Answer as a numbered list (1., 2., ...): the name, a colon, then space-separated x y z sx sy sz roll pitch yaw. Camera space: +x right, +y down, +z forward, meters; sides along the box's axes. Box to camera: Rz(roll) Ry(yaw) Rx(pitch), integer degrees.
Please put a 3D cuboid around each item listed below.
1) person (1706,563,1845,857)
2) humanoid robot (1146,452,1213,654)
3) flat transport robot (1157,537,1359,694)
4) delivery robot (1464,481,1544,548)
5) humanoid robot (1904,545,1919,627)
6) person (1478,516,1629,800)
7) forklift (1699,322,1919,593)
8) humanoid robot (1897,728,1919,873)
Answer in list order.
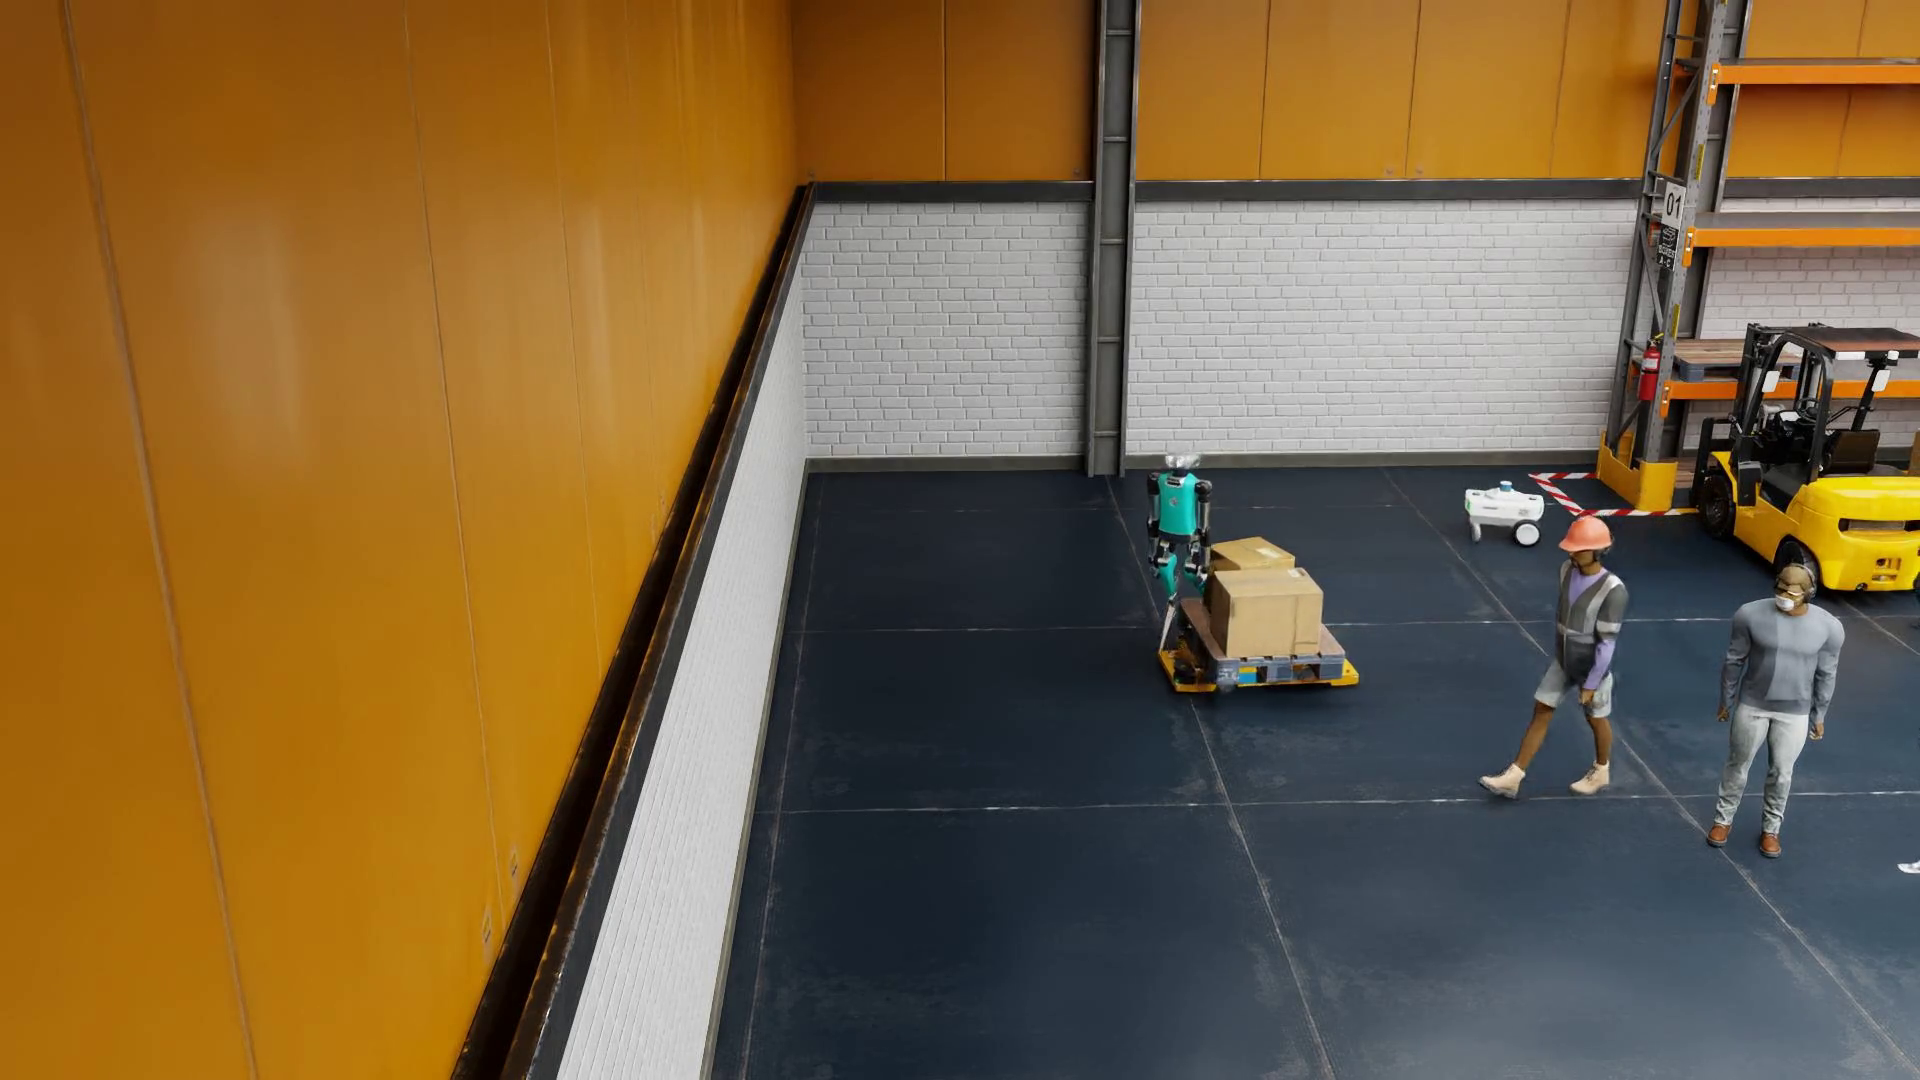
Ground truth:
1. person: 5.044 1.041 10.324 0.634 1.936 0.351 10 22 24
2. humanoid robot: 1.787 0.150 13.089 0.541 1.851 0.668 12 23 29
3. flat transport robot: 2.317 0.950 12.977 1.431 0.231 0.659 -2 20 -6
4. delivery robot: 5.207 -0.247 15.836 0.785 0.614 0.523 6 21 15
5. humanoid robot: 7.992 0.037 13.425 0.351 1.649 0.588 -2 20 -5
6. person: 3.973 0.811 10.863 1.031 1.990 0.630 -8 22 -20
7. forklift: 7.809 -0.792 14.926 1.214 2.155 2.313 -1 20 -2
8. humanoid robot: 6.291 1.240 10.143 0.909 1.799 0.556 0 20 0
